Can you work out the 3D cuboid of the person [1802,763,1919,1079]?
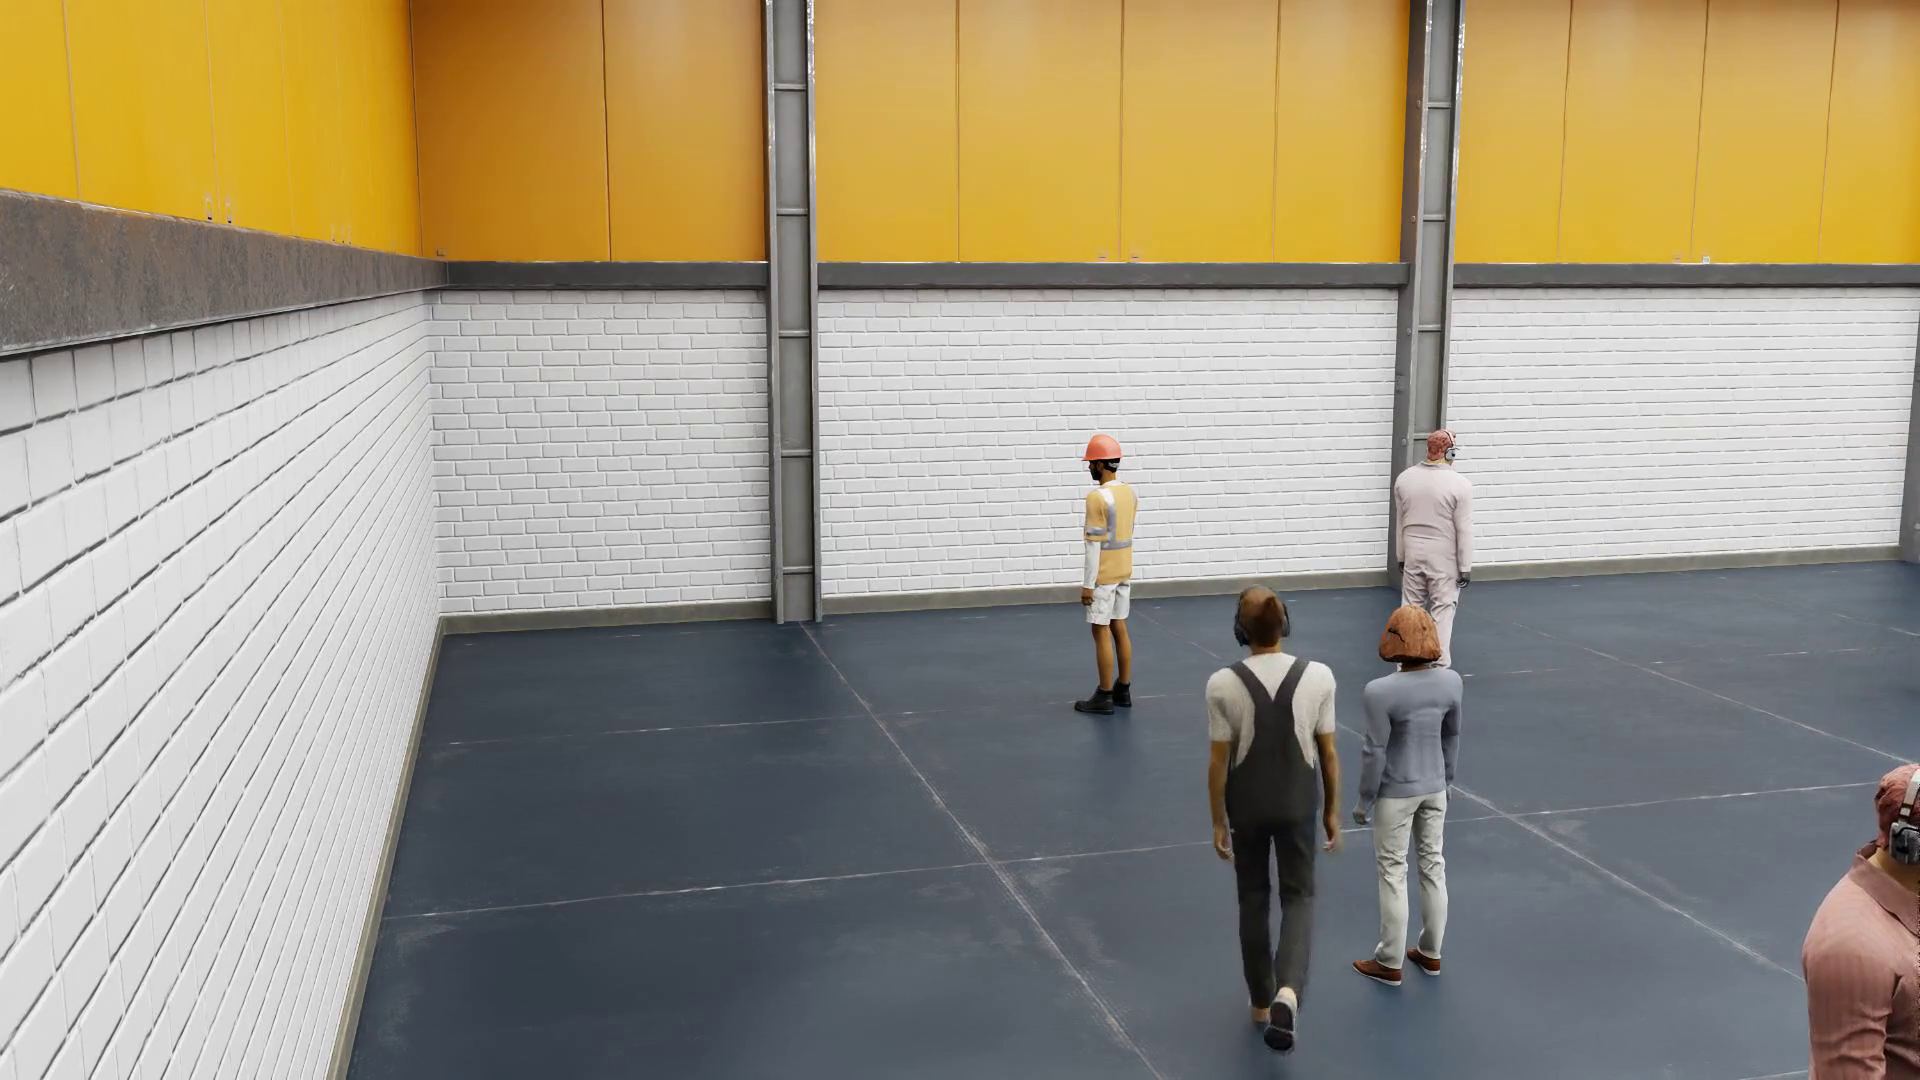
[{"bbox_3d":[2.256,1.454,4.006,0.647,1.901,0.402,-8,12,-42],"label":"person"}]

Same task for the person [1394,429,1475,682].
[{"bbox_3d":[3.492,0.139,12.207,0.401,1.903,0.645,-8,12,-41],"label":"person"}]

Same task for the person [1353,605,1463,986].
[{"bbox_3d":[1.908,1.086,7.112,0.497,1.633,0.283,-4,10,-24],"label":"person"}]

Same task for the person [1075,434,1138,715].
[{"bbox_3d":[0.997,0.235,11.508,0.382,1.932,0.541,6,11,34],"label":"person"}]

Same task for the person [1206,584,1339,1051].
[{"bbox_3d":[1.225,1.090,6.496,0.542,1.830,0.643,1,9,5],"label":"person"}]
